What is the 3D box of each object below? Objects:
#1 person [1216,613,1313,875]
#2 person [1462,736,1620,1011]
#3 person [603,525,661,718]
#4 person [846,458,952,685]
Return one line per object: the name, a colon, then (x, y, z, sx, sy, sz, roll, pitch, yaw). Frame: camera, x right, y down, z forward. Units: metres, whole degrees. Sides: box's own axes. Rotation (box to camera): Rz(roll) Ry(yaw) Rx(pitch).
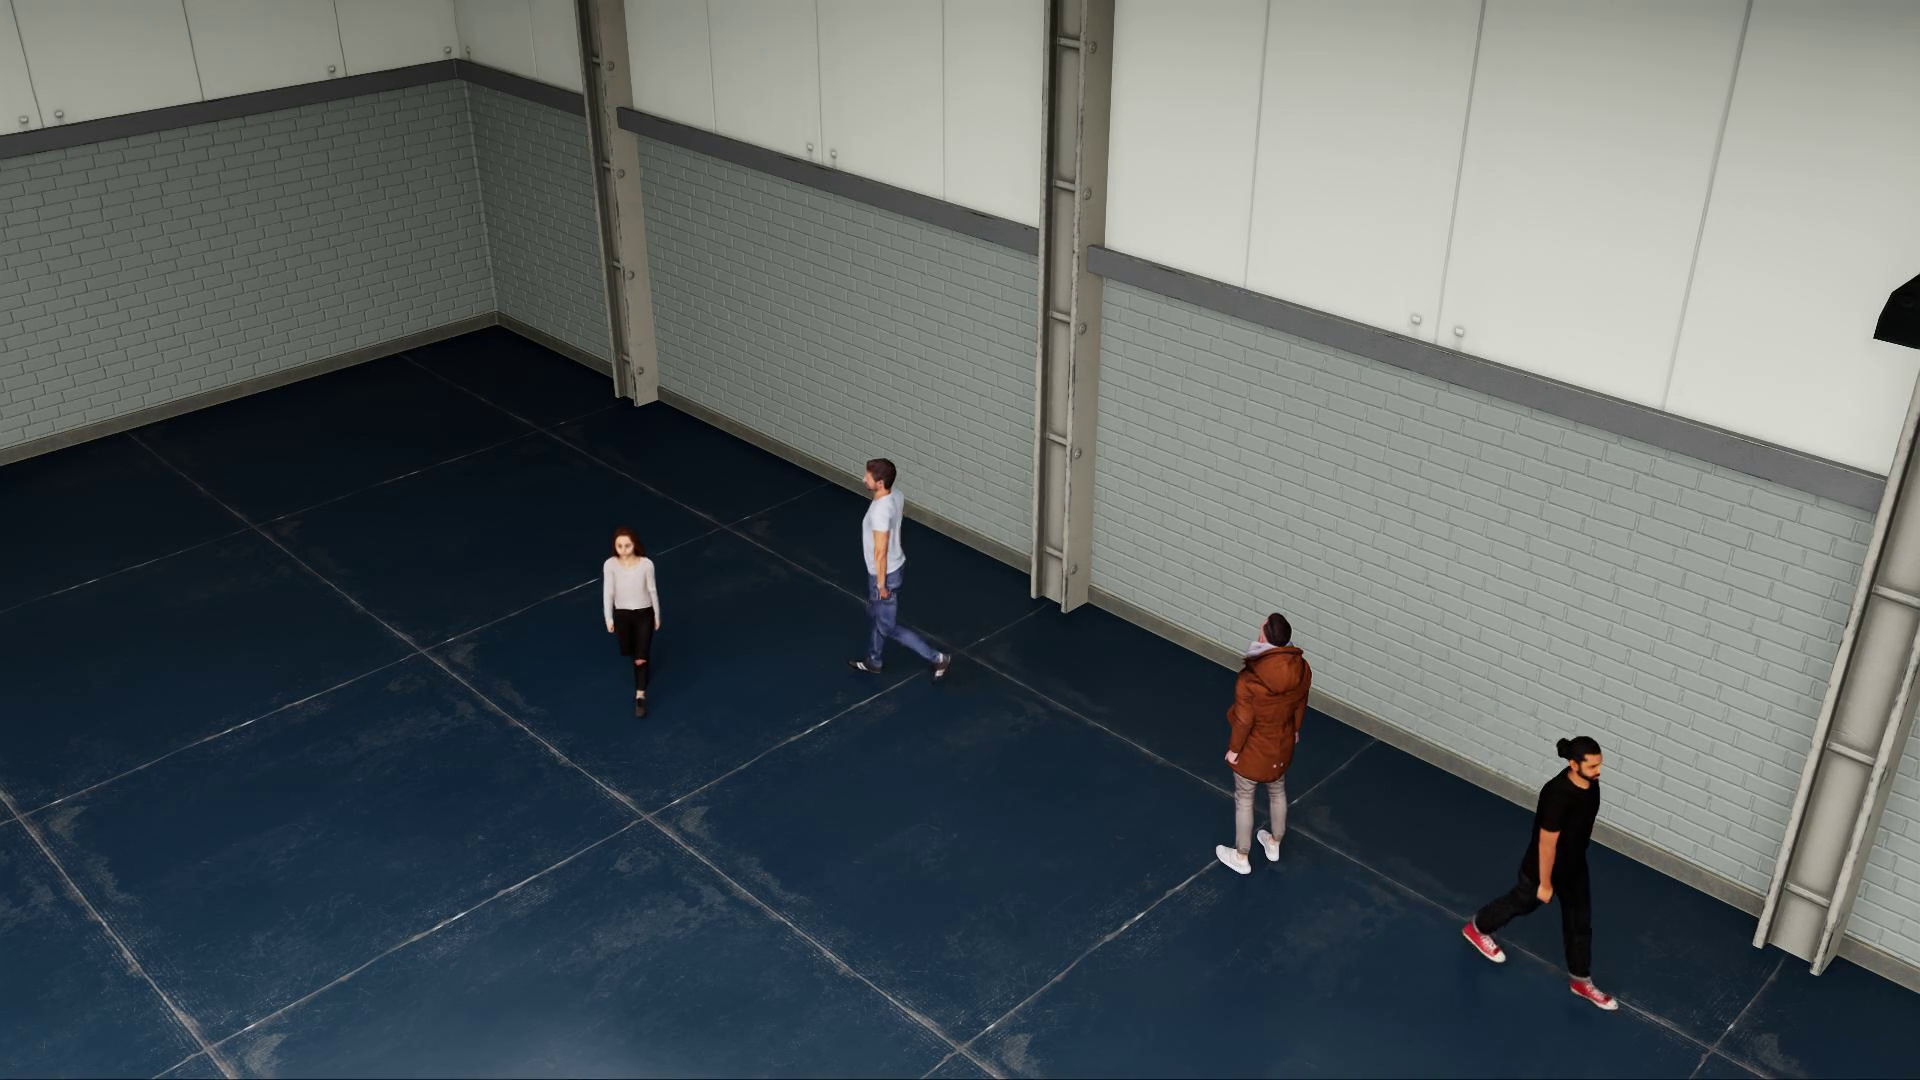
person: (1.906, 1.270, 10.414, 0.802, 1.838, 0.817, -14, 31, -24)
person: (3.310, 1.826, 9.508, 0.666, 1.709, 1.183, -23, 36, -36)
person: (-2.386, 0.530, 12.198, 0.882, 1.468, 0.975, -3, 28, -5)
person: (-0.458, 0.260, 12.307, 1.185, 1.842, 0.986, 7, 29, 12)
